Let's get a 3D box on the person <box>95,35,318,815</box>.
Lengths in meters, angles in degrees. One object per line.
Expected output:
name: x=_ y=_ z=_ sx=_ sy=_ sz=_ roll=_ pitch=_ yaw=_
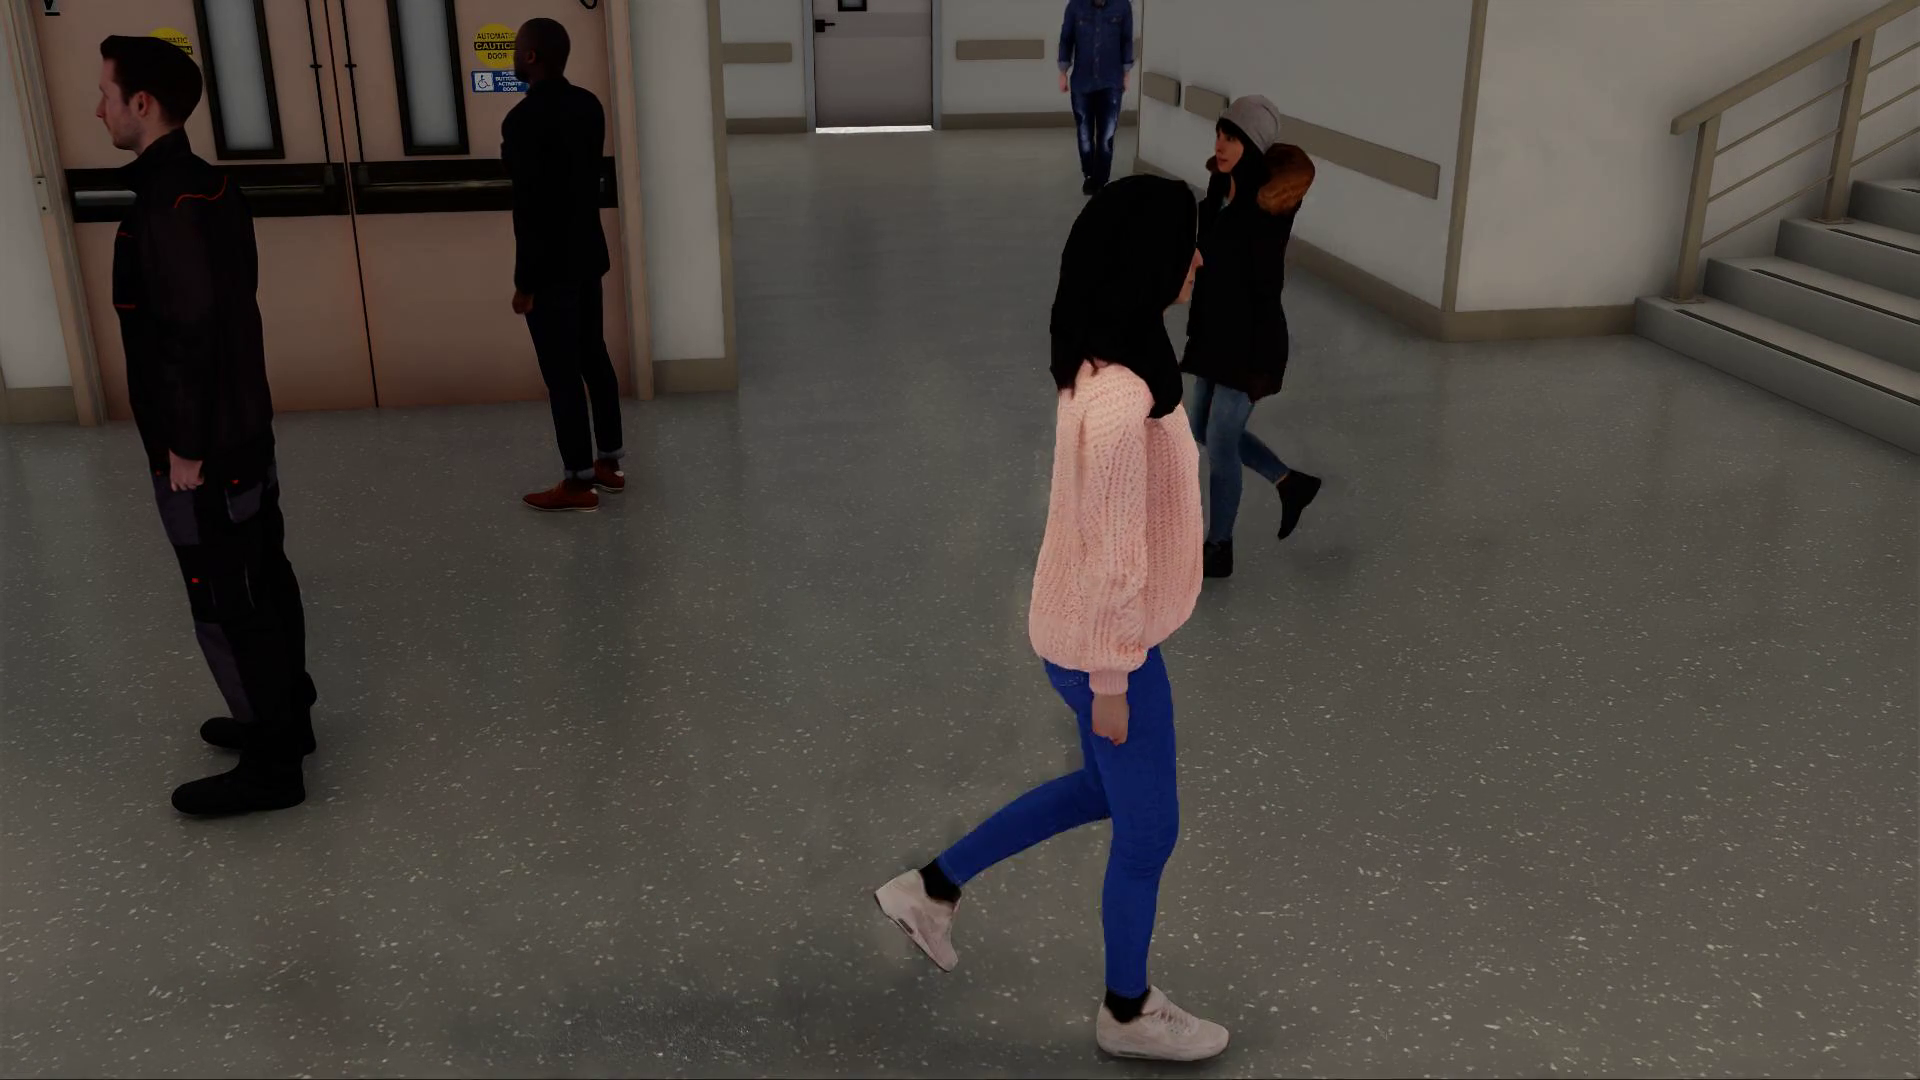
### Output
person: x=-1.864 y=-0.261 z=4.118 sx=0.560 sy=1.913 sz=0.674 roll=-3 pitch=21 yaw=-9

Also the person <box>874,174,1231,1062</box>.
person: x=0.187 y=0.208 z=3.105 sx=1.027 sy=1.753 sz=0.797 roll=2 pitch=21 yaw=5

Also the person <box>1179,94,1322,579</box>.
person: x=0.984 y=-0.658 z=5.577 sx=0.870 sy=1.622 sz=0.696 roll=-6 pitch=22 yaw=-17

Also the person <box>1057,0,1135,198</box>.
person: x=1.048 y=-3.471 z=12.780 sx=1.227 sy=1.780 sz=1.058 roll=3 pitch=21 yaw=8

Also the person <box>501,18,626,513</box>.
person: x=-1.486 y=-1.017 z=6.248 sx=0.775 sy=1.817 sz=0.786 roll=7 pitch=22 yaw=17
